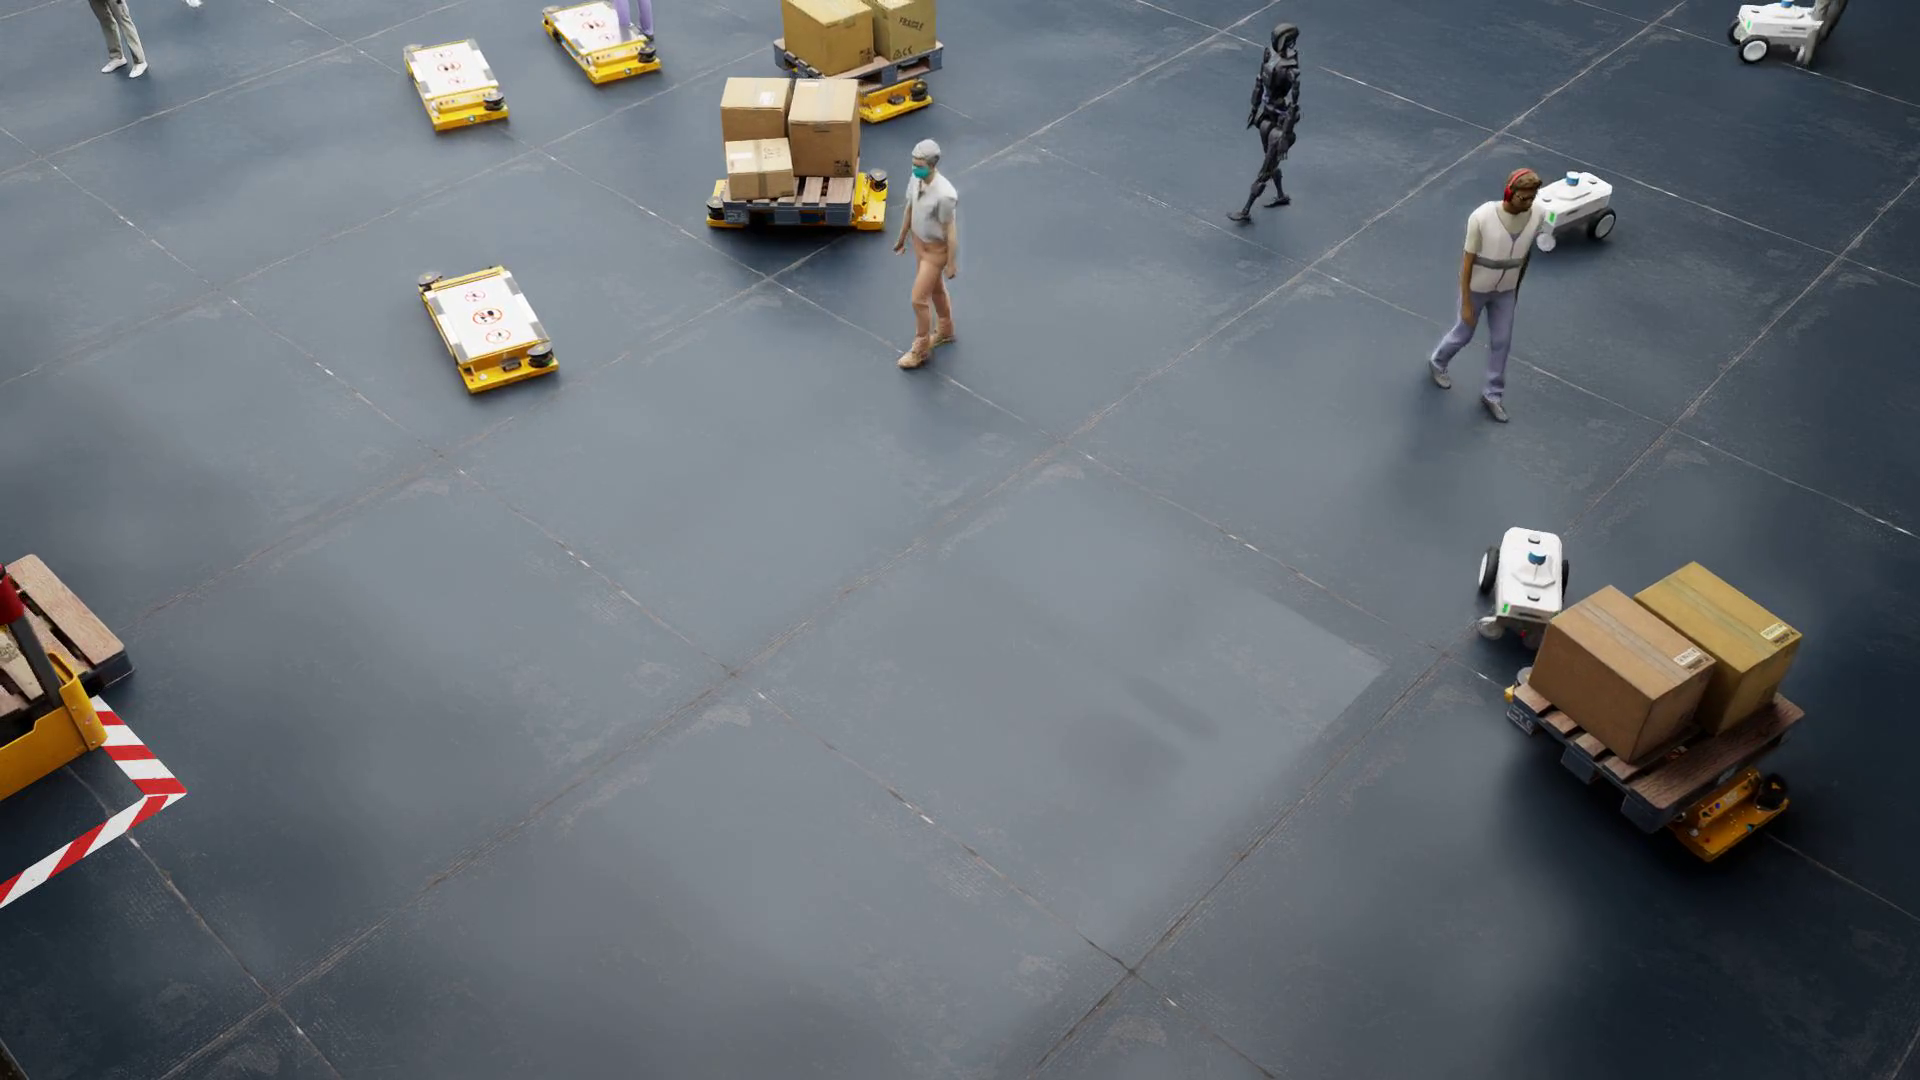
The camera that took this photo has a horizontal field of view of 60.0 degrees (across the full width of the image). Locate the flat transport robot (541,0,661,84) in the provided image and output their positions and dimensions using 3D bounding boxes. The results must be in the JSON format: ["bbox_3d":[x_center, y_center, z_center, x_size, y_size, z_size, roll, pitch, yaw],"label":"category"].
[{"bbox_3d":[-3.433,-4.768,15.826,0.659,0.231,1.431,-21,46,-22],"label":"flat transport robot"}]

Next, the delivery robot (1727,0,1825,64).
[{"bbox_3d":[7.681,-4.812,15.655,0.755,0.587,0.525,4,42,4],"label":"delivery robot"}]

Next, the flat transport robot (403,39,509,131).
[{"bbox_3d":[-4.615,-4.180,15.172,0.659,0.231,1.431,-17,45,-18],"label":"flat transport robot"}]

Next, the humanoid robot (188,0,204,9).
[{"bbox_3d":[-7.719,-6.019,16.116,0.550,1.730,1.022,-29,49,-28],"label":"humanoid robot"}]

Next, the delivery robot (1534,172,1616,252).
[{"bbox_3d":[4.826,-2.660,13.259,0.744,0.582,0.518,-23,47,-23],"label":"delivery robot"}]

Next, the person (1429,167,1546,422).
[{"bbox_3d":[3.595,-1.710,11.266,0.576,1.815,0.723,-10,43,-11],"label":"person"}]

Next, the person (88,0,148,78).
[{"bbox_3d":[-7.788,-5.006,15.062,0.513,1.641,0.312,16,44,17],"label":"person"}]

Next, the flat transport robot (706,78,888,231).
[{"bbox_3d":[-1.325,-2.796,13.634,1.431,0.231,0.659,1,42,1],"label":"flat transport robot"}]

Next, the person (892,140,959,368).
[{"bbox_3d":[-0.295,-2.025,11.689,0.679,1.723,0.490,-20,46,-21],"label":"person"}]

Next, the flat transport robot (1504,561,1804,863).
[{"bbox_3d":[3.809,1.129,9.271,0.659,0.231,1.431,-24,47,-24],"label":"flat transport robot"}]

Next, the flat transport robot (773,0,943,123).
[{"bbox_3d":[-0.933,-4.251,15.251,0.659,0.231,1.431,-26,48,-26],"label":"flat transport robot"}]

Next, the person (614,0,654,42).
[{"bbox_3d":[-3.144,-5.468,15.425,0.562,1.845,0.391,-31,50,-30],"label":"person"}]

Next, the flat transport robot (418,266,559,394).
[{"bbox_3d":[-3.509,-1.604,12.309,0.659,0.231,1.431,-19,45,-20],"label":"flat transport robot"}]

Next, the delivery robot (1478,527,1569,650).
[{"bbox_3d":[3.410,0.262,10.020,0.519,0.593,0.765,10,43,11],"label":"delivery robot"}]

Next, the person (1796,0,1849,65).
[{"bbox_3d":[8.158,-5.334,15.323,0.637,1.786,0.978,15,44,16],"label":"person"}]

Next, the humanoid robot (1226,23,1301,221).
[{"bbox_3d":[2.448,-3.310,13.167,0.721,1.635,0.590,-17,45,-18],"label":"humanoid robot"}]
